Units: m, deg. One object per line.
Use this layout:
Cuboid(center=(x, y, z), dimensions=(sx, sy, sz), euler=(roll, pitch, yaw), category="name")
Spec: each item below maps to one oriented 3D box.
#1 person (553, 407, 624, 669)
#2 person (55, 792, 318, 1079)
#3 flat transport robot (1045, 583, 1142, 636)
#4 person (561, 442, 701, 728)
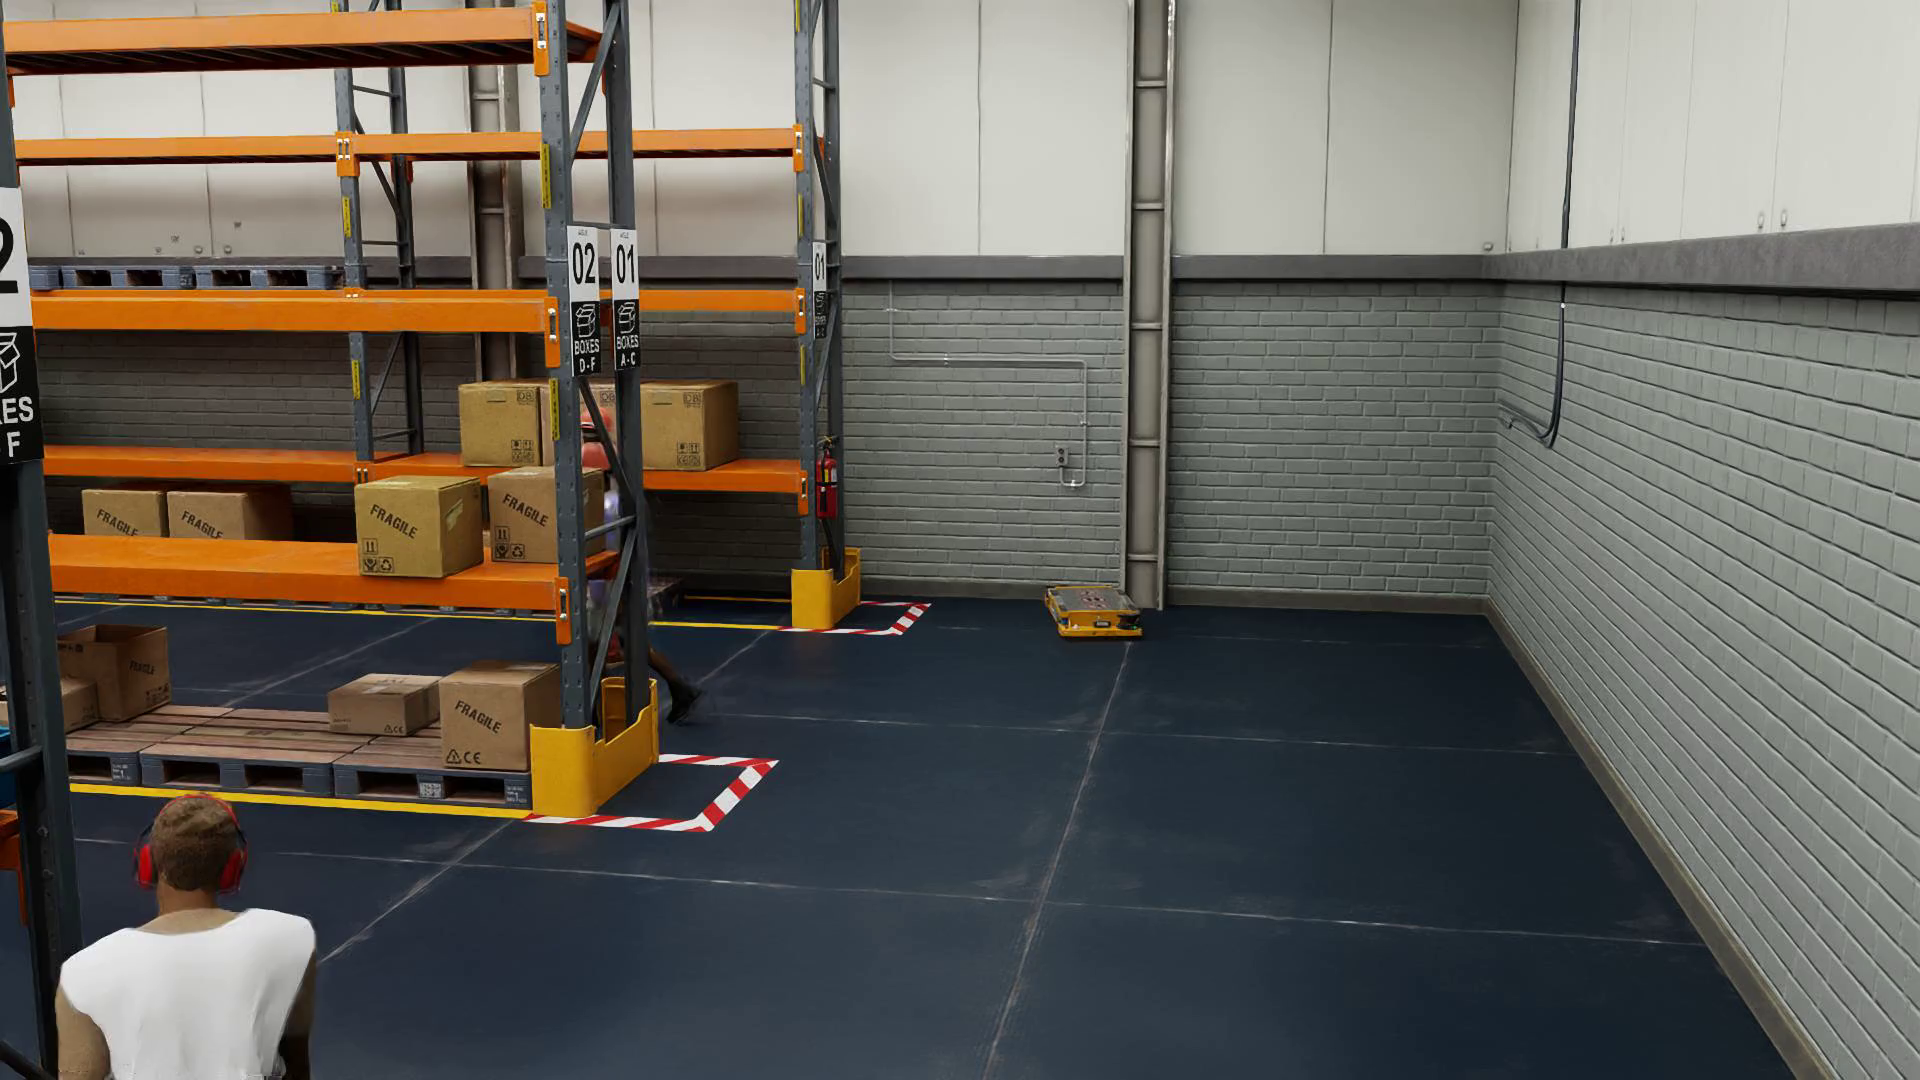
Cuboid(center=(-2.763, -0.018, 12.595), dimensions=(0.611, 1.981, 0.408), euler=(1, 9, 6), category="person")
Cuboid(center=(-1.743, 1.498, 3.821), dimensions=(0.583, 1.787, 0.817), euler=(-5, 10, -29), category="person")
Cuboid(center=(1.113, 0.583, 14.139), dimensions=(0.652, 0.197, 1.431), euler=(0, 9, -3), category="flat transport robot")
Cuboid(center=(-2.185, 0.307, 10.819), dimensions=(0.887, 1.909, 0.541), euler=(1, 9, 9), category="person")
